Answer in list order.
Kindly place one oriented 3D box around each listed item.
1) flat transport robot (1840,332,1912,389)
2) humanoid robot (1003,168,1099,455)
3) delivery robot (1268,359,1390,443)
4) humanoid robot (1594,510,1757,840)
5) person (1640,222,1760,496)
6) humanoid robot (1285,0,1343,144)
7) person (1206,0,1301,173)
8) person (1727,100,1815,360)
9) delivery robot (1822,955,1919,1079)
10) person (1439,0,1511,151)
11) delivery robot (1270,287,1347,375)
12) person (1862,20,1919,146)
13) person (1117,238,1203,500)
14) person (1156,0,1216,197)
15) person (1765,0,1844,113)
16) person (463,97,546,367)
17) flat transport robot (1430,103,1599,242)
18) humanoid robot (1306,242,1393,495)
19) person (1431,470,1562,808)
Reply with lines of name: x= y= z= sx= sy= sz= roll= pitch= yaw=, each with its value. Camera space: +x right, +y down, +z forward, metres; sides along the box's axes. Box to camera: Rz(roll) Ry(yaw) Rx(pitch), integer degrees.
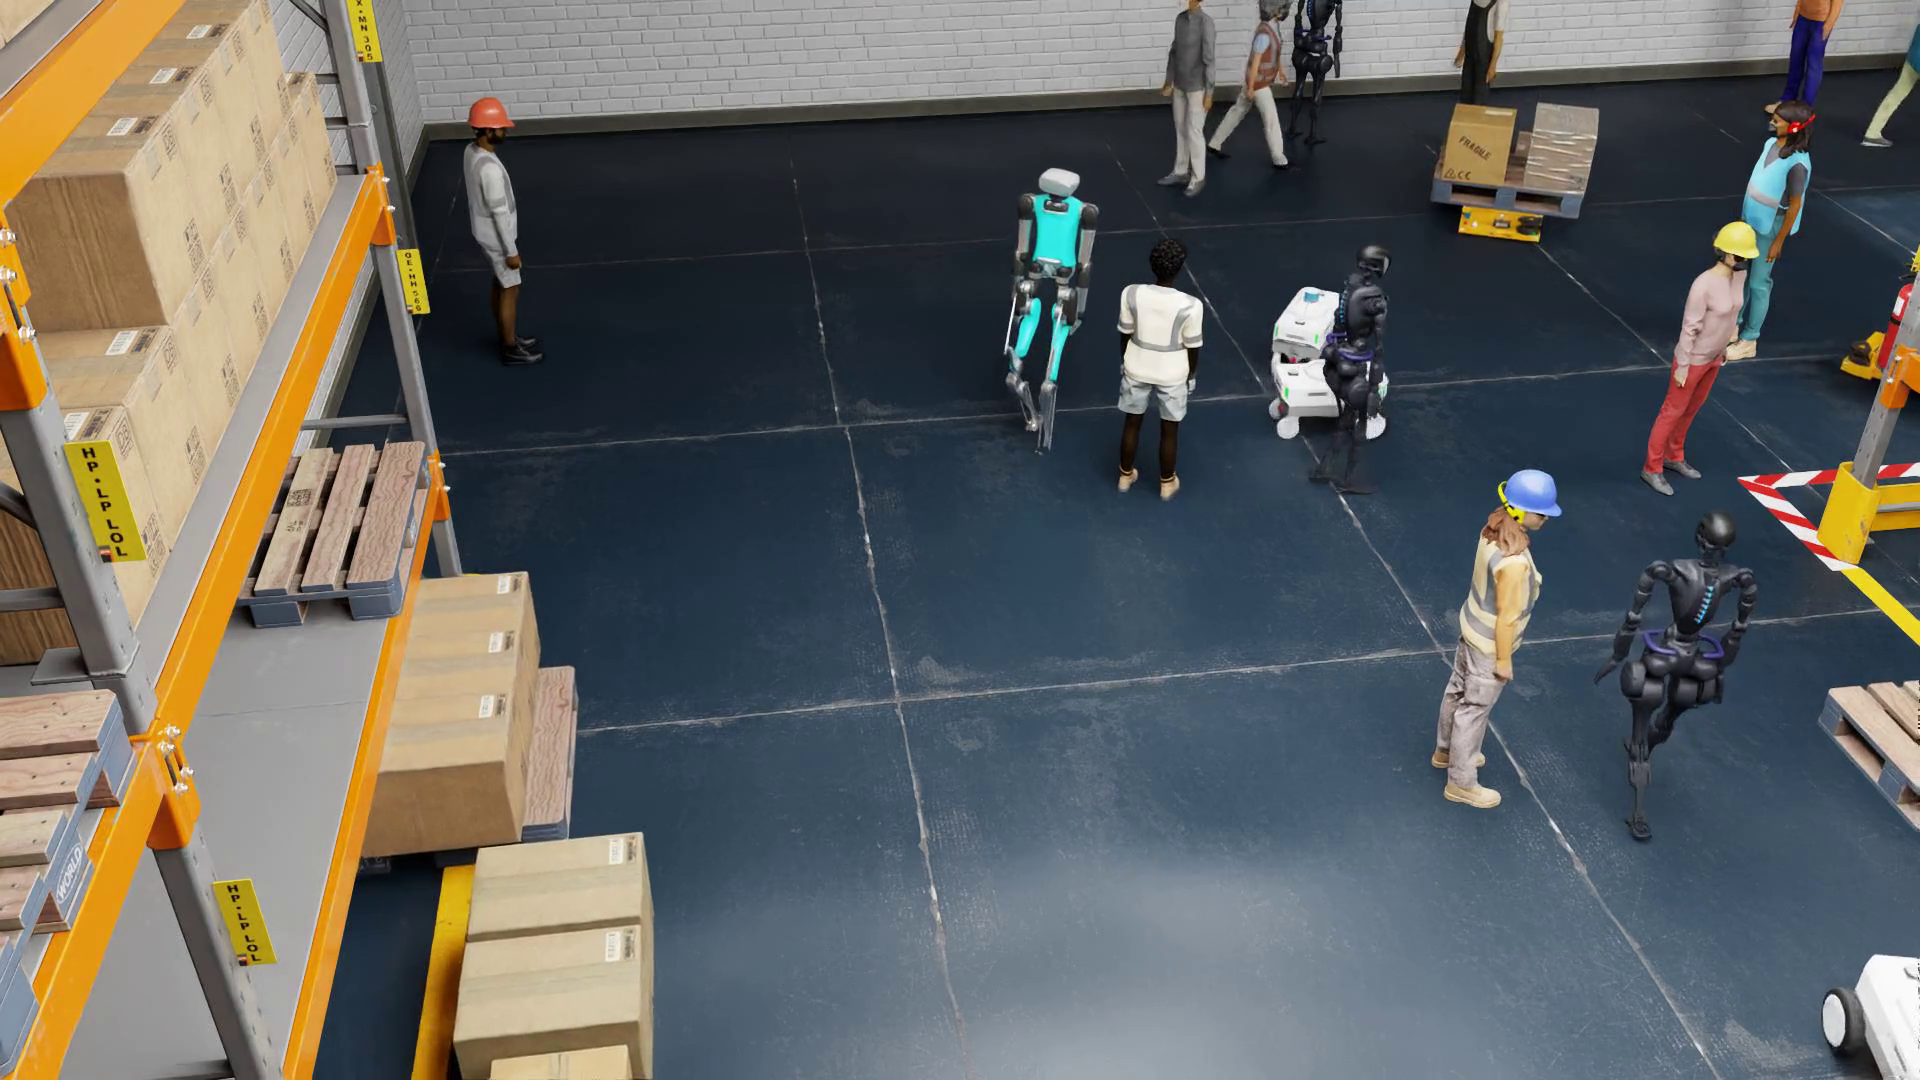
flat transport robot: x=7.011 y=-1.134 z=11.591 sx=1.431 sy=0.231 sz=0.659 roll=28 pitch=42 yaw=36
humanoid robot: x=0.519 y=-1.381 z=10.721 sx=0.549 sy=1.876 sz=0.832 roll=11 pitch=35 yaw=16
delivery robot: x=2.480 y=-0.974 z=11.092 sx=0.794 sy=0.603 sz=0.499 roll=-2 pitch=33 yaw=-2
humanoid robot: x=3.292 y=0.573 z=7.734 sx=0.591 sy=1.634 sz=0.746 roll=3 pitch=33 yaw=4
person: x=4.562 y=-1.118 z=10.195 sx=0.533 sy=1.767 sz=0.315 roll=-24 pitch=40 yaw=-31
humanoid robot: x=3.315 y=-4.581 z=15.571 sx=0.315 sy=1.657 sz=0.599 roll=-22 pitch=39 yaw=-30
person: x=2.675 y=-4.146 z=14.953 sx=0.885 sy=1.638 sz=0.450 roll=9 pitch=34 yaw=14
person: x=5.670 y=-2.182 z=11.734 sx=0.374 sy=1.865 sz=0.538 roll=-3 pitch=33 yaw=-4
delivery robot: x=3.788 y=1.997 z=6.526 sx=0.499 sy=0.590 sz=0.789 roll=3 pitch=33 yaw=5
person: x=4.721 y=-4.373 z=15.124 sx=0.337 sy=1.840 sz=0.508 roll=-9 pitch=34 yaw=-13
delivery robot: x=2.493 y=-1.523 z=11.917 sx=0.499 sy=0.585 sz=0.785 roll=15 pitch=36 yaw=21
person: x=8.991 y=-4.437 z=15.329 sx=0.883 sy=1.697 sz=0.584 roll=3 pitch=33 yaw=4
person: x=1.199 y=-1.025 z=10.122 sx=0.534 sy=1.691 sz=0.320 roll=13 pitch=35 yaw=19
person: x=2.008 y=-3.948 z=14.417 sx=0.387 sy=1.893 sz=0.612 roll=-18 pitch=37 yaw=-26
person: x=8.240 y=-5.050 z=16.040 sx=0.401 sy=1.973 sz=0.515 roll=-10 pitch=34 yaw=-15
person: x=-3.196 y=-2.134 z=11.613 sx=0.388 sy=1.926 sz=0.546 roll=-16 pitch=37 yaw=-23
flat transport robot: x=4.710 y=-2.943 z=14.362 sx=0.659 sy=0.231 sz=1.431 roll=11 pitch=35 yaw=16
humanoid robot: x=2.388 y=-1.038 z=10.170 sx=0.332 sy=1.664 sz=0.609 roll=-9 pitch=34 yaw=-13
person: x=2.501 y=0.446 z=7.789 sx=0.323 sy=1.776 sz=0.469 roll=3 pitch=33 yaw=4
